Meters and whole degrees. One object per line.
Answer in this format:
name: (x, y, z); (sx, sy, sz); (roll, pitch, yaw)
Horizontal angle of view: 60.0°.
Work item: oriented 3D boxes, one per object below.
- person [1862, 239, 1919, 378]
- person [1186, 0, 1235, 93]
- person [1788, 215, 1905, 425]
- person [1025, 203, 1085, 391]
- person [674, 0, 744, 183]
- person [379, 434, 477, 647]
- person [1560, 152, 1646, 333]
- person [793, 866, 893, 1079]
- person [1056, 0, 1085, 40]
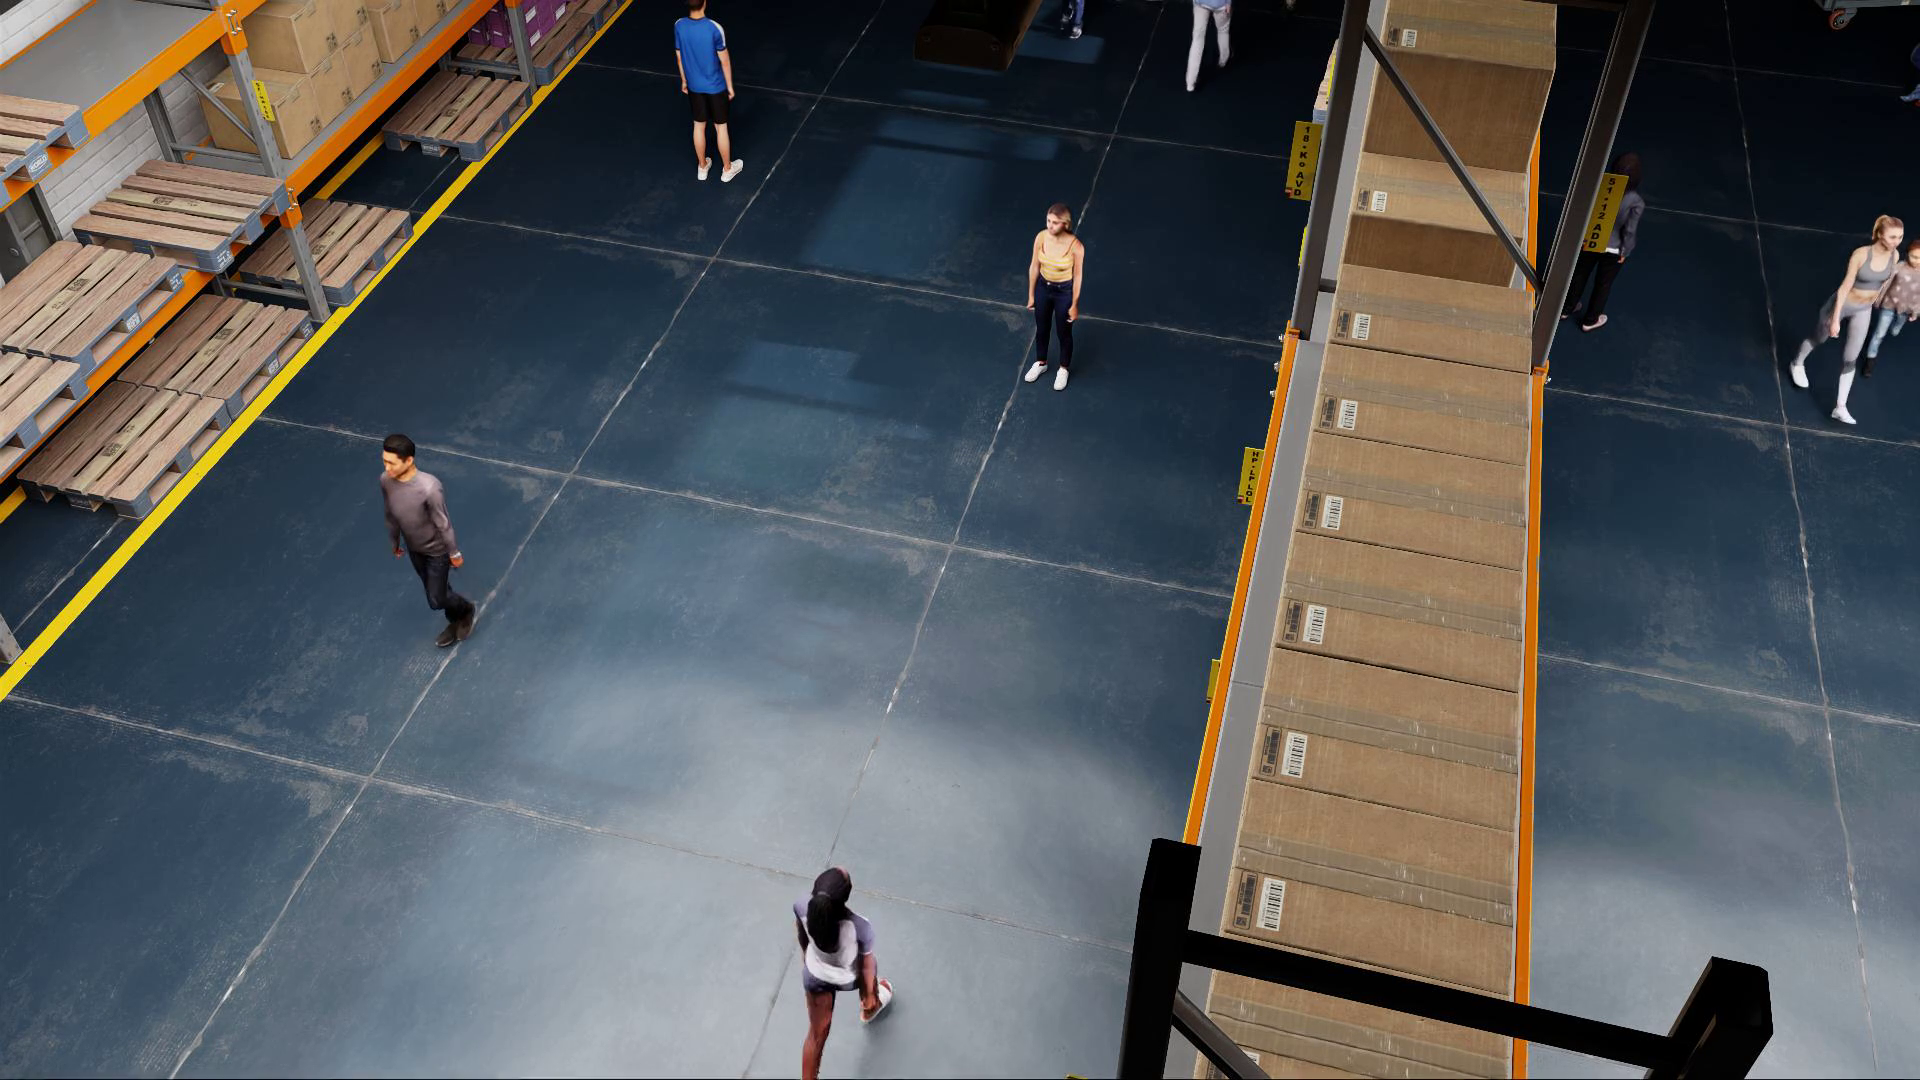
person: (7.452, -1.892, 13.210); (0.501, 1.185, 0.773); (14, 45, 14)
person: (2.437, -5.280, 16.294); (0.840, 1.836, 1.233); (20, 47, 19)
person: (6.753, -1.789, 12.759); (0.784, 1.658, 1.150); (-1, 44, -1)
person: (0.744, -1.900, 12.898); (0.614, 1.627, 0.568); (20, 47, 19)
person: (-2.305, -4.140, 15.076); (0.661, 1.866, 0.585); (8, 44, 8)
person: (-3.398, -0.017, 10.828); (0.711, 1.756, 0.738); (11, 45, 11)
person: (5.221, -2.430, 13.478); (0.828, 1.595, 0.786); (-30, 51, -28)
person: (-0.669, 2.287, 8.467); (0.711, 1.677, 1.205); (15, 46, 16)
person: (1.221, -6.005, 17.266); (0.566, 1.545, 0.633); (17, 46, 17)
